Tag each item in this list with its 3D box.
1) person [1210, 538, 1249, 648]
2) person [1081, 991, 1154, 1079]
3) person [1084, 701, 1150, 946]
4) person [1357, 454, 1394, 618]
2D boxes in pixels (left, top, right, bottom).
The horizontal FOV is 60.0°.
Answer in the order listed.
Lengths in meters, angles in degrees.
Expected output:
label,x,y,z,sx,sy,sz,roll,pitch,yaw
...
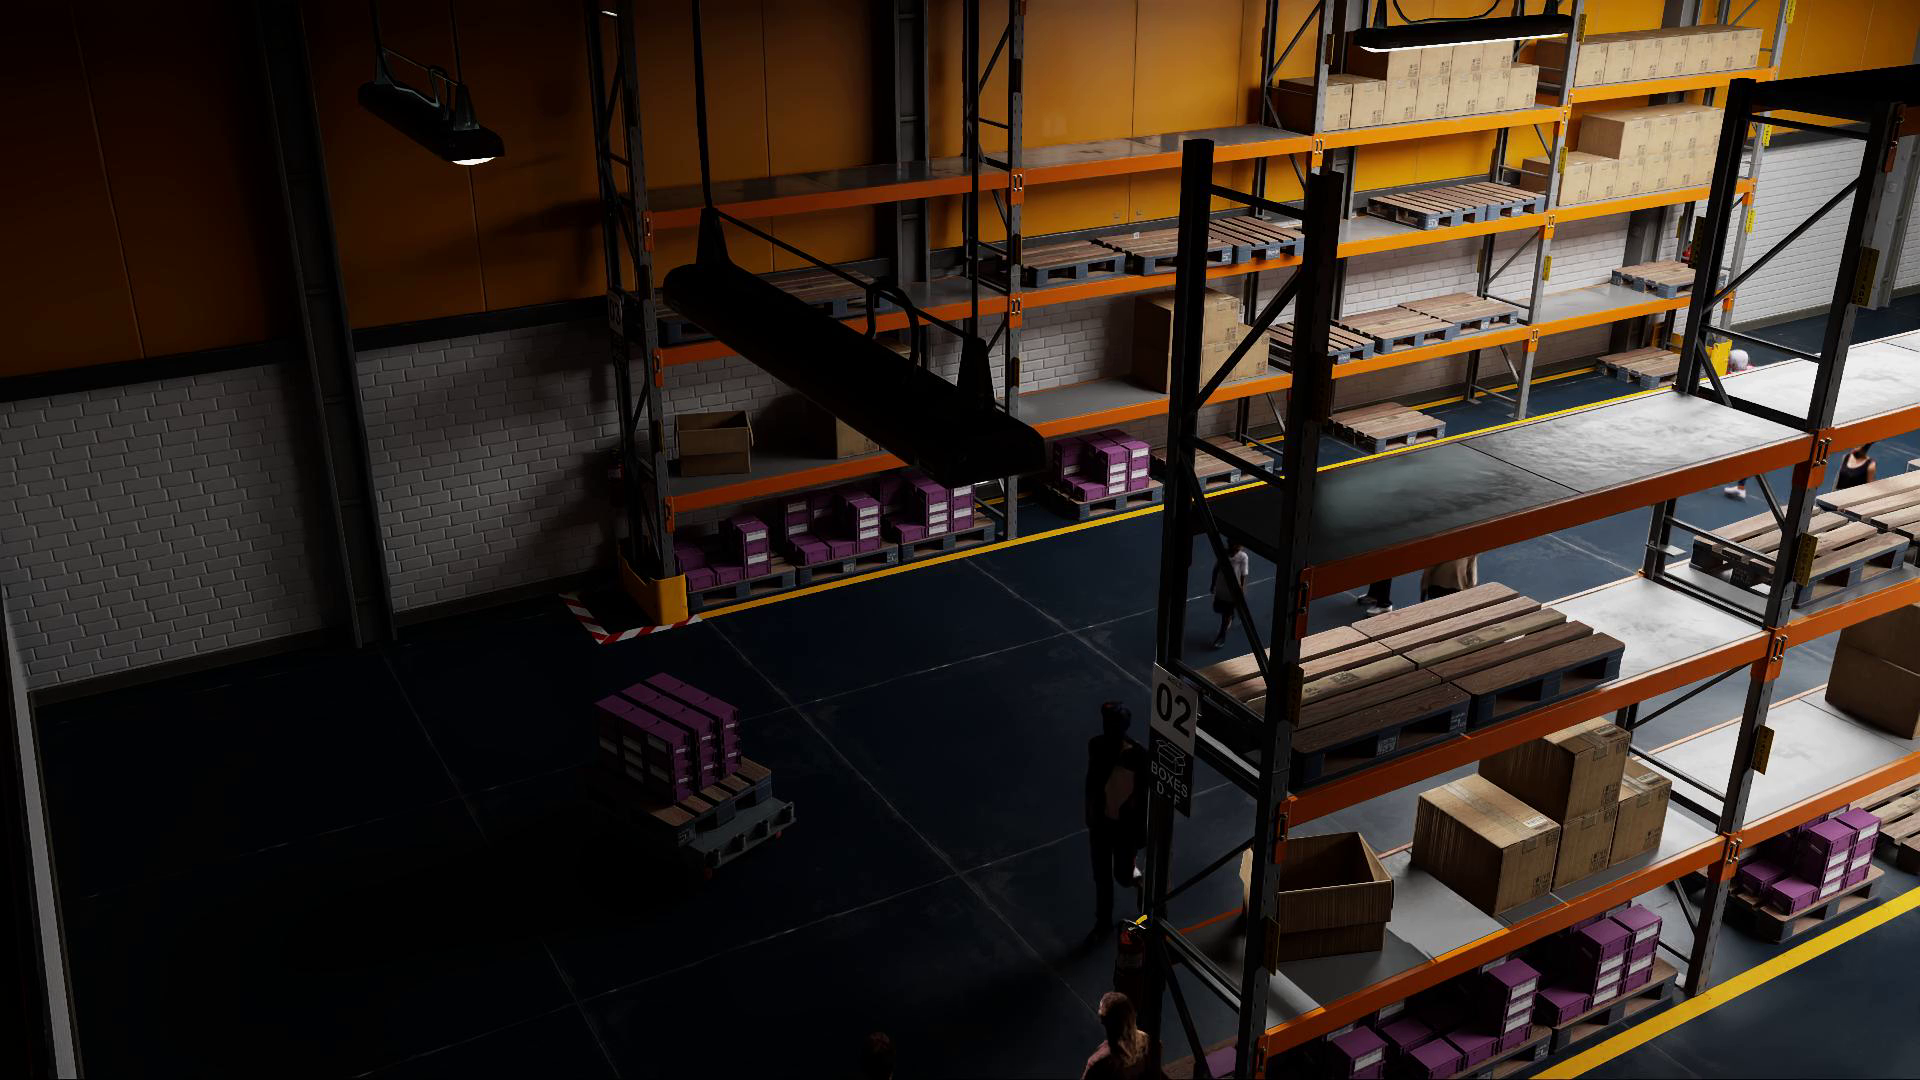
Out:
label,x,y,z,sx,sy,sz,roll,pitch,yaw
person,2.614,0.410,16.048,0.680,1.244,0.782,14,27,29
person,0.907,3.258,9.030,0.914,1.648,1.123,20,30,38
person,1.149,1.953,11.722,0.899,1.882,1.040,17,29,34
person,4.226,-0.076,16.613,0.779,1.683,0.759,0,24,0
